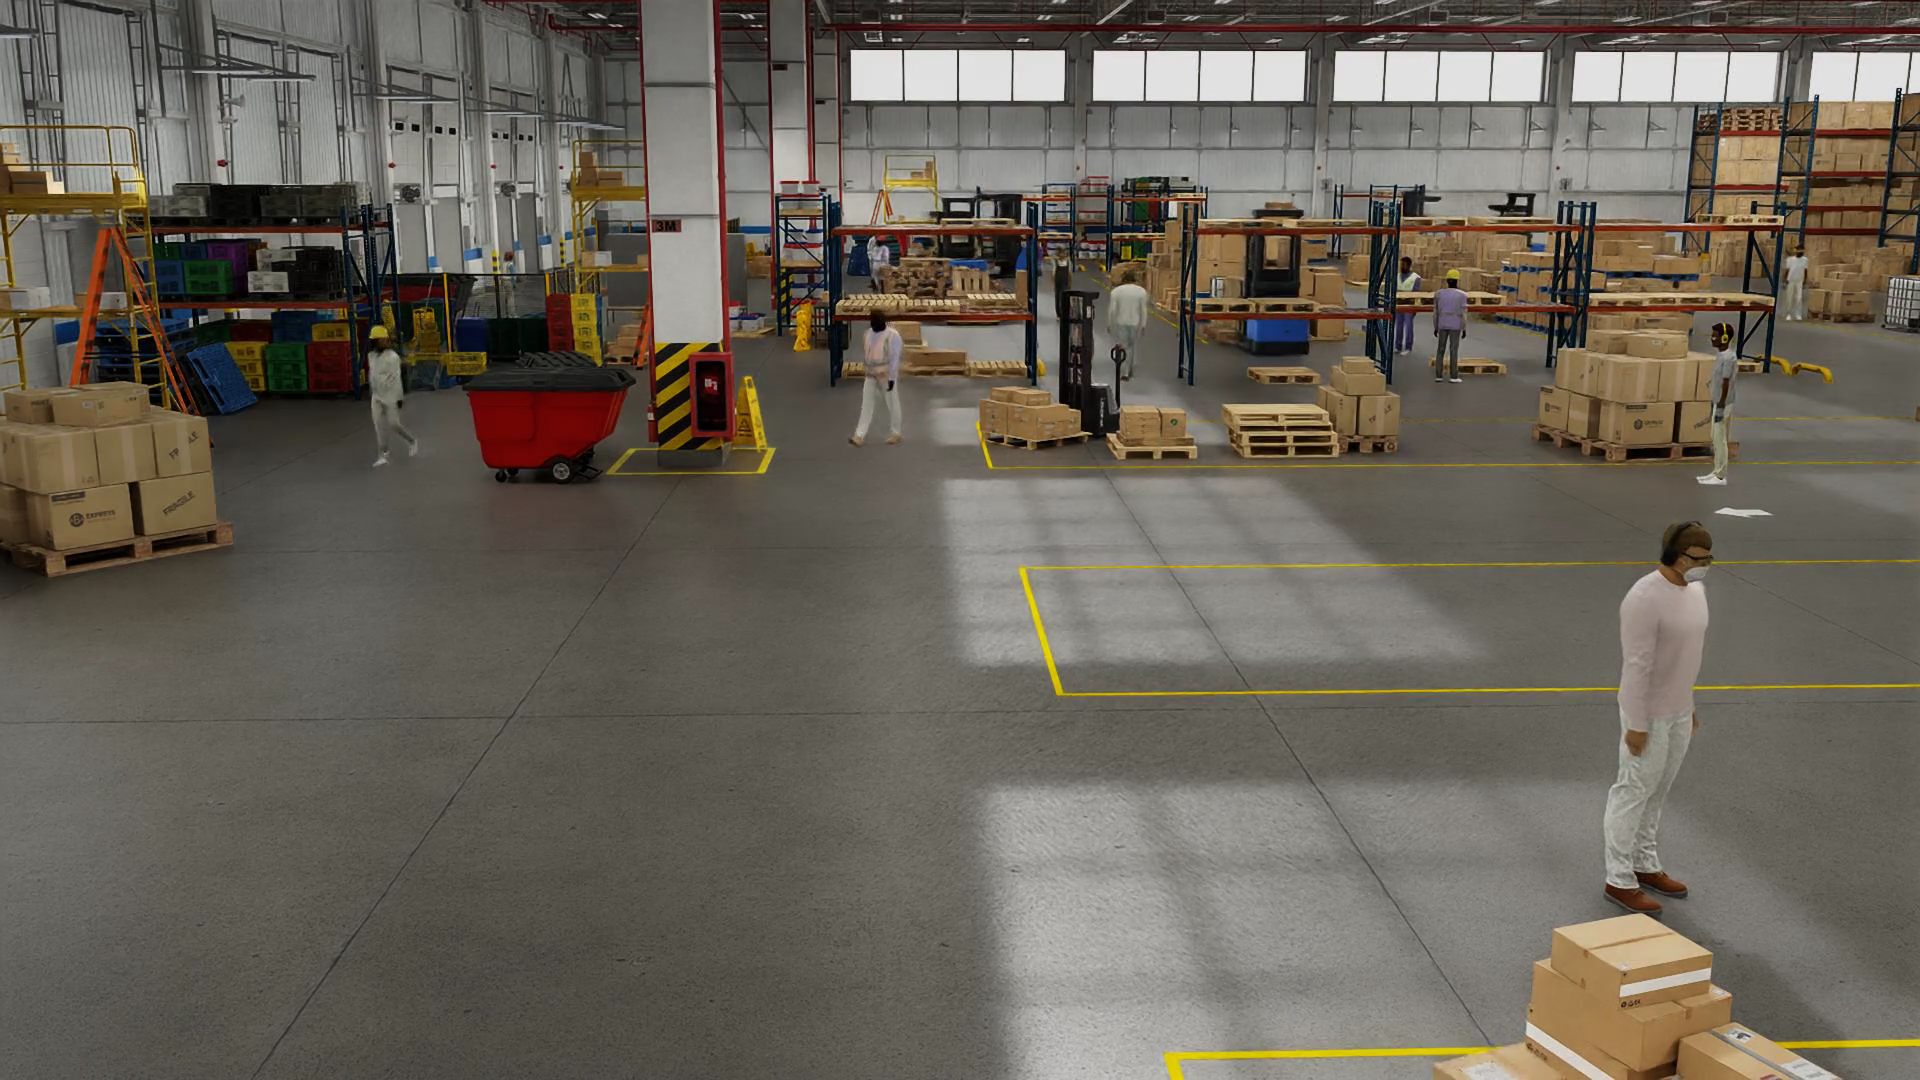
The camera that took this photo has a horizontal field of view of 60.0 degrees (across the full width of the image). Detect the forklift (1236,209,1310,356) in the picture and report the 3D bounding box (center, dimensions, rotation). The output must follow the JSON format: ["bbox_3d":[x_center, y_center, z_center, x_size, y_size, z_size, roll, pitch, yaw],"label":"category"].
[{"bbox_3d":[6.212,-5.097,32.735,1.129,2.768,1.873,0,12,-2],"label":"forklift"}]

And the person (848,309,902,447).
[{"bbox_3d":[-1.074,-2.102,21.683,0.624,1.791,0.954,7,14,29],"label":"person"}]

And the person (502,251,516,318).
[{"bbox_3d":[-11.049,-6.253,40.802,0.319,1.631,0.526,-9,15,-35],"label":"person"}]

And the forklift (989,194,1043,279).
[{"bbox_3d":[1.737,-10.151,55.554,1.873,2.768,1.129,-7,14,-28],"label":"forklift"}]

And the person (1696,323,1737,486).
[{"bbox_3d":[8.698,-1.550,19.058,0.328,1.861,0.501,3,13,13],"label":"person"}]

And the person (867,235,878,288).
[{"bbox_3d":[-2.696,-8.705,51.304,0.338,1.877,0.573,-3,13,-11],"label":"person"}]

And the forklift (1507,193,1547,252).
[{"bbox_3d":[19.256,-10.529,57.260,1.873,2.768,1.129,-8,15,-32],"label":"forklift"}]

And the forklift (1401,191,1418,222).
[{"bbox_3d":[16.897,-11.750,62.774,1.873,2.768,1.129,0,12,-2],"label":"forklift"}]

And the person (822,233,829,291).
[{"bbox_3d":[-3.516,-7.249,44.599,0.370,1.933,0.553,-7,14,-27],"label":"person"}]

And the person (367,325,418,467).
[{"bbox_3d":[-6.987,-1.778,20.366,0.487,1.731,0.565,6,14,24],"label":"person"}]

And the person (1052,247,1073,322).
[{"bbox_3d":[2.426,-6.073,39.615,0.499,1.805,0.907,0,12,0],"label":"person"}]

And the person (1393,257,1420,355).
[{"bbox_3d":[8.736,-4.592,32.654,0.389,1.915,0.622,-10,16,-38],"label":"person"}]

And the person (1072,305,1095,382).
[{"bbox_3d":[1.789,-2.575,24.065,0.322,1.691,0.533,-1,13,-3],"label":"person"}]

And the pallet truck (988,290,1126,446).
[{"bbox_3d":[1.257,-2.299,22.111,1.885,1.965,0.823,-9,15,-35],"label":"pallet truck"}]

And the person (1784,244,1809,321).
[{"bbox_3d":[20.108,-6.178,40.002,0.524,1.828,0.914,4,13,16],"label":"person"}]

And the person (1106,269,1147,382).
[{"bbox_3d":[2.857,-3.707,28.693,0.666,1.901,0.857,-2,13,-8],"label":"person"}]

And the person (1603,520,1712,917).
[{"bbox_3d":[3.398,0.842,8.077,0.627,1.934,0.370,-11,17,-41],"label":"person"}]

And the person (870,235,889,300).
[{"bbox_3d":[-2.251,-7.378,45.223,0.587,1.915,0.647,6,14,26],"label":"person"}]

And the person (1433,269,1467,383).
[{"bbox_3d":[8.340,-3.640,28.318,0.588,1.930,0.359,9,15,35],"label":"person"}]

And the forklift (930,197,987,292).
[{"bbox_3d":[-0.008,-8.386,47.582,1.129,2.768,1.873,-5,13,-21],"label":"forklift"}]
